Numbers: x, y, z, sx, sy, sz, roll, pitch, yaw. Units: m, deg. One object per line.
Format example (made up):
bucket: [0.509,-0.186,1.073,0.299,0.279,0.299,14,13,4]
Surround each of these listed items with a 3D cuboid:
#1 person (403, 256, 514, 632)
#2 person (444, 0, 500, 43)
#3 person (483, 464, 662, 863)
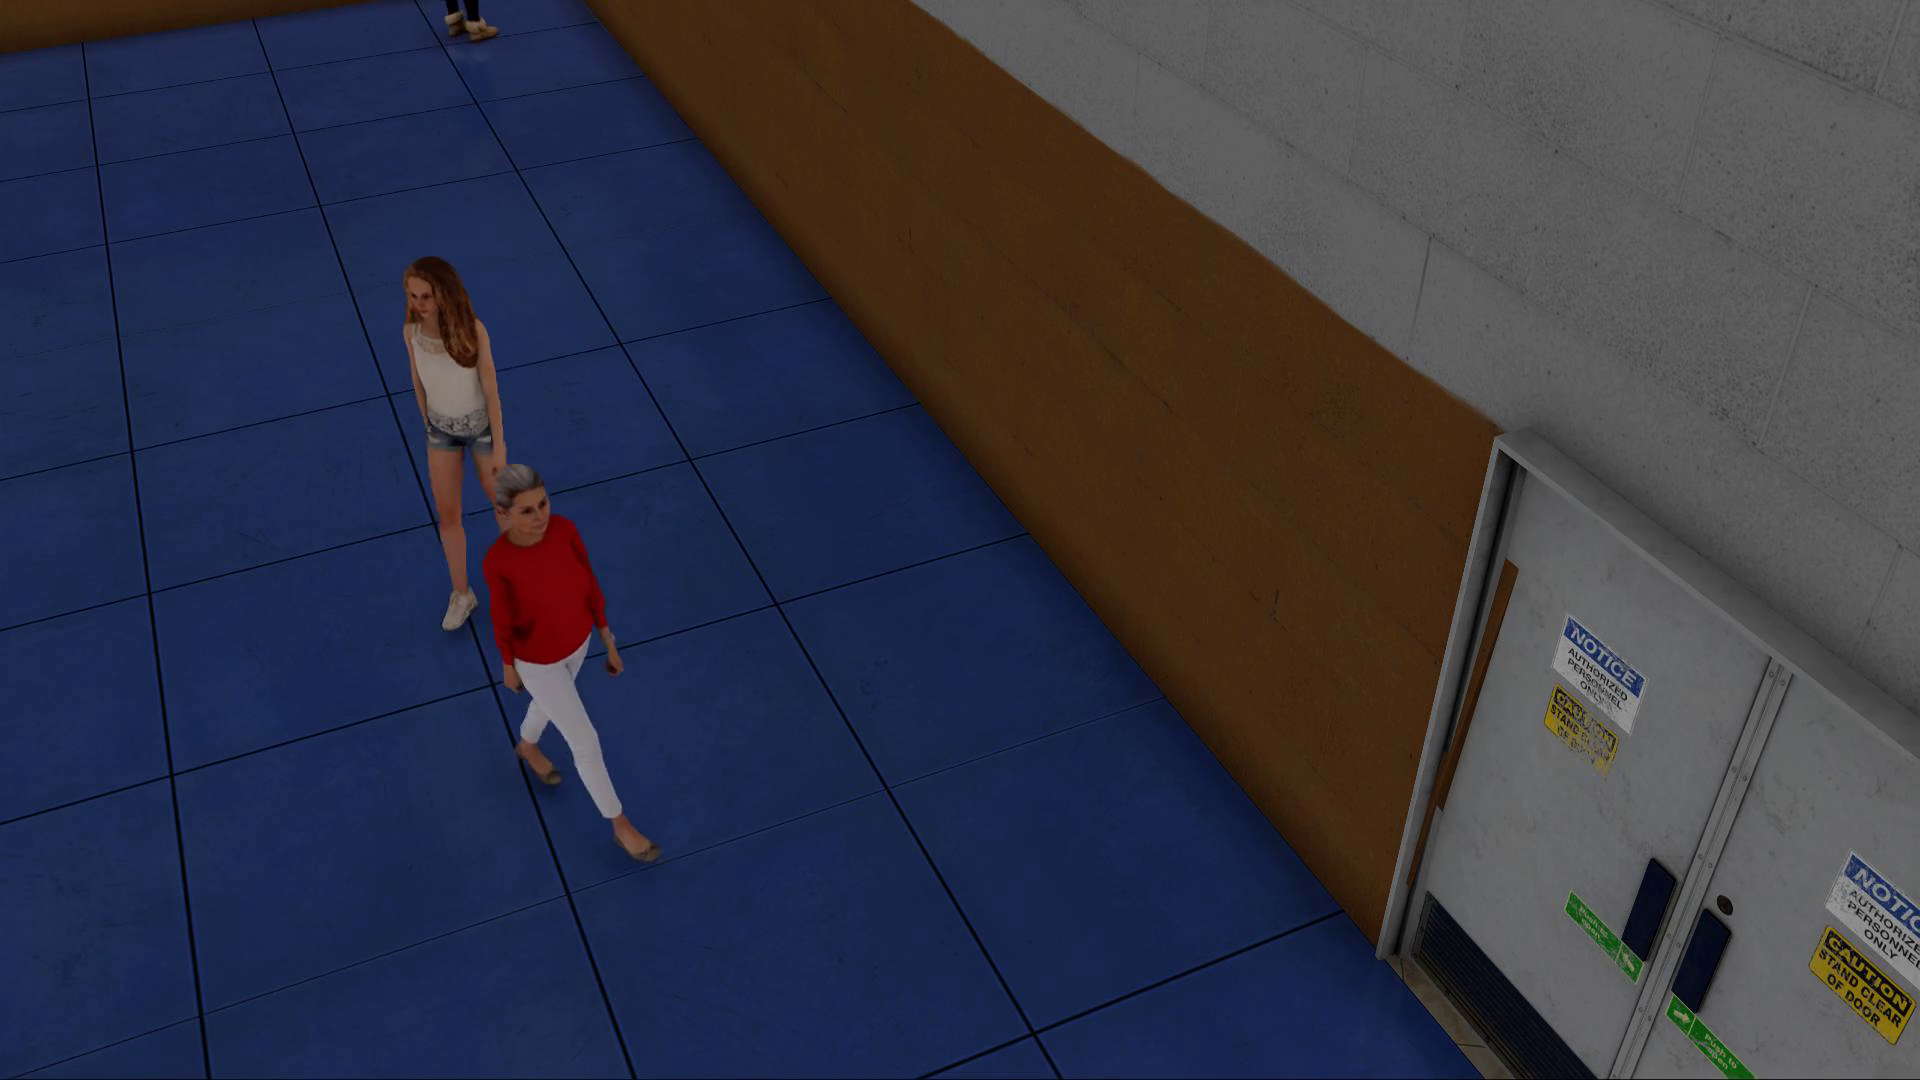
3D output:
person: [-2.171,-0.521,7.468,0.914,1.737,0.885,2,37,3]
person: [-4.110,-4.835,13.285,0.726,1.654,0.723,26,44,31]
person: [-1.586,0.408,6.306,0.945,1.646,1.137,28,45,32]
